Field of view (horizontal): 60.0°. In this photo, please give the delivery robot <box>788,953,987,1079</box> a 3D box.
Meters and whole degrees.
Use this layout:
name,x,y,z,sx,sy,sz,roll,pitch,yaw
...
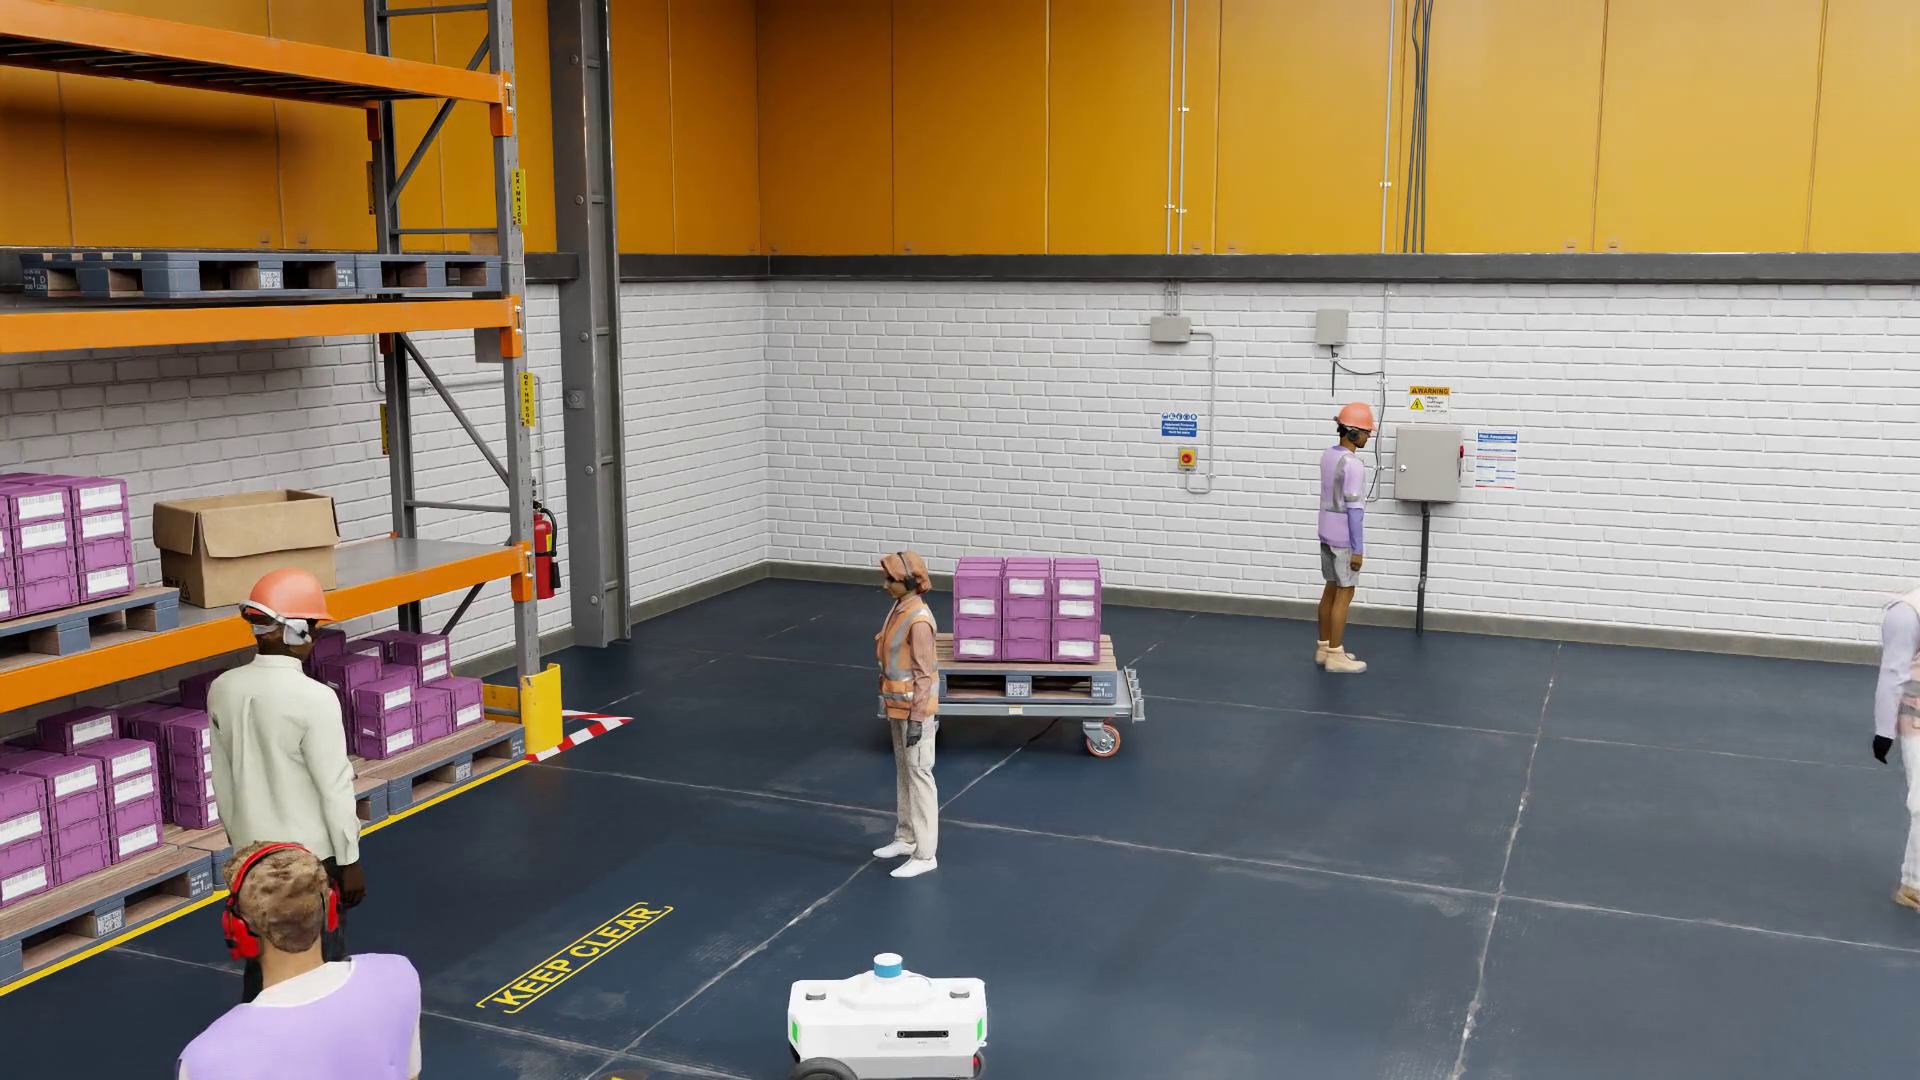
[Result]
name,x,y,z,sx,sy,sz,roll,pitch,yaw
delivery robot,-0.256,1.733,5.987,0.707,0.478,0.477,0,9,-2

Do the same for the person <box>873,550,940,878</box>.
name,x,y,z,sx,sy,sz,roll,pitch,yaw
person,-0.255,0.857,8.308,0.308,1.640,0.511,-3,10,-16

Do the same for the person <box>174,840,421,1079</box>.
name,x,y,z,sx,sy,sz,roll,pitch,yaw
person,-1.357,1.541,3.545,0.375,1.840,0.570,5,11,29

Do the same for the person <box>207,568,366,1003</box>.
name,x,y,z,sx,sy,sz,roll,pitch,yaw
person,-2.341,1.086,5.872,0.611,1.985,0.393,4,10,25

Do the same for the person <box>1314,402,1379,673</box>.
name,x,y,z,sx,sy,sz,roll,pitch,yaw
person,2.886,-0.016,12.425,0.401,2.032,0.613,-1,9,-9

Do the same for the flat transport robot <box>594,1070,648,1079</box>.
name,x,y,z,sx,sy,sz,roll,pitch,yaw
flat transport robot,-0.865,2.056,5.175,0.652,0.197,1.431,-1,9,-8

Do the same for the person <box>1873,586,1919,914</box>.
name,x,y,z,sx,sy,sz,roll,pitch,yaw
person,4.562,0.896,7.505,0.659,1.819,0.741,-2,10,-12
